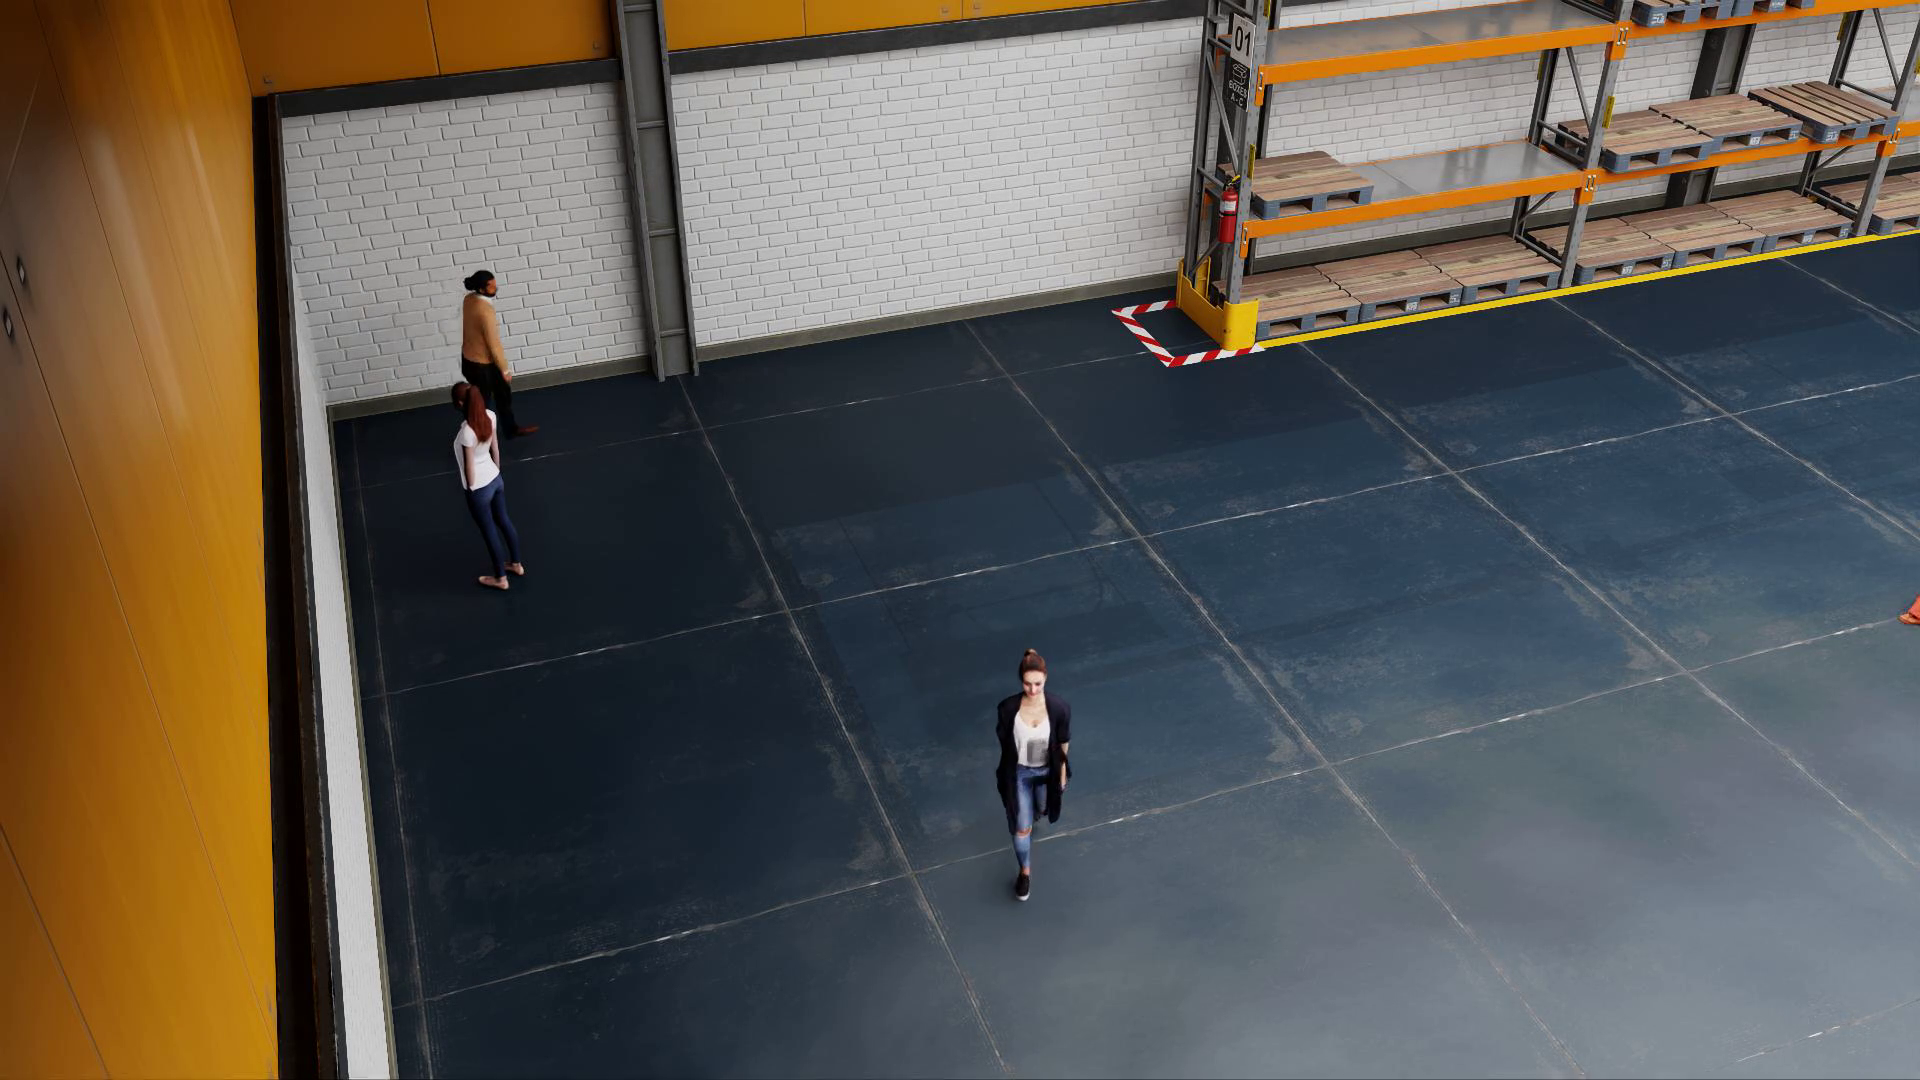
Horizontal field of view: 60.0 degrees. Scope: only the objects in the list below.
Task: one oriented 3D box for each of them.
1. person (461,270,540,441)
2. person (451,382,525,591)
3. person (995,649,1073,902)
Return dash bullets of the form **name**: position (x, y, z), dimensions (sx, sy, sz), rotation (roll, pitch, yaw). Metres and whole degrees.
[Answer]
- **person**: position (-4.206, -1.502, 14.363), dimensions (0.989, 1.715, 0.739), rotation (-20, 38, -27)
- **person**: position (-3.616, -0.416, 12.709), dimensions (0.679, 1.737, 0.640), rotation (10, 35, 14)
- **person**: position (0.452, 1.343, 10.130), dimensions (1.061, 1.662, 0.957), rotation (3, 34, 4)
